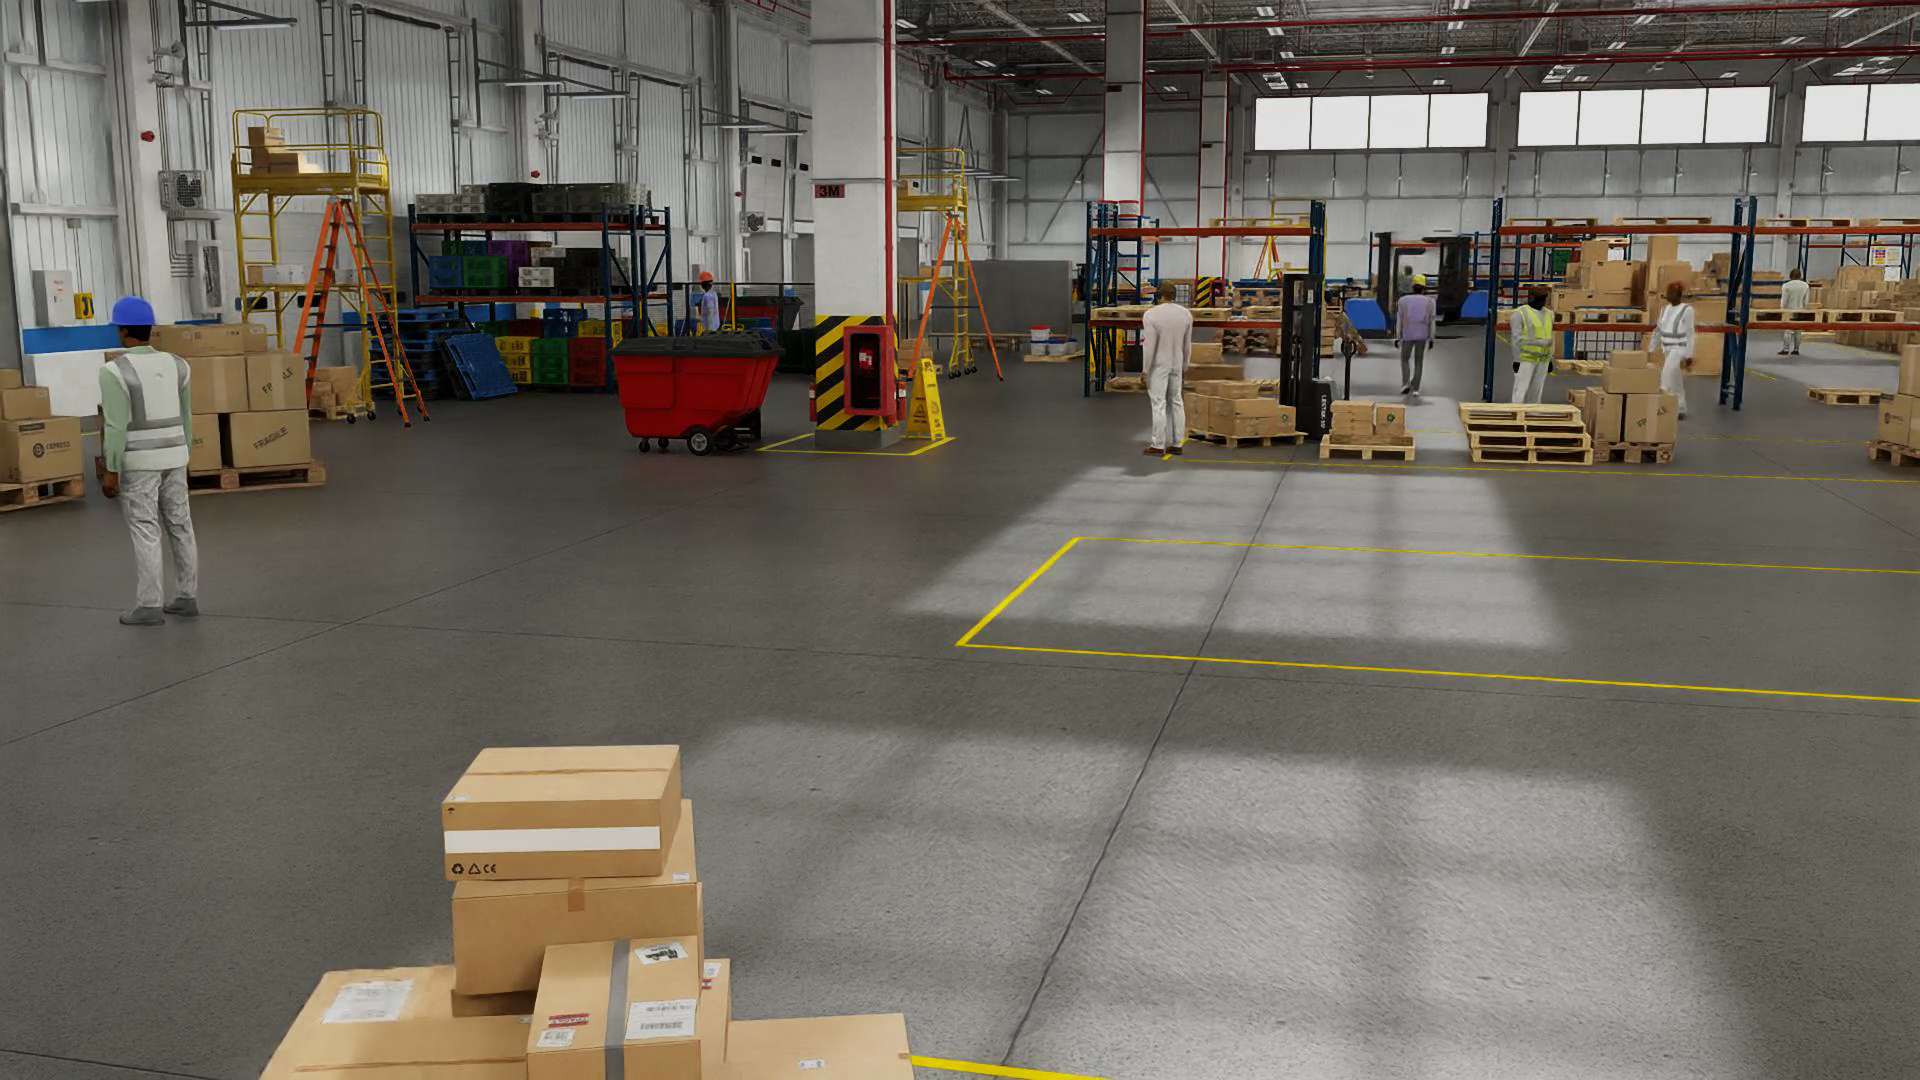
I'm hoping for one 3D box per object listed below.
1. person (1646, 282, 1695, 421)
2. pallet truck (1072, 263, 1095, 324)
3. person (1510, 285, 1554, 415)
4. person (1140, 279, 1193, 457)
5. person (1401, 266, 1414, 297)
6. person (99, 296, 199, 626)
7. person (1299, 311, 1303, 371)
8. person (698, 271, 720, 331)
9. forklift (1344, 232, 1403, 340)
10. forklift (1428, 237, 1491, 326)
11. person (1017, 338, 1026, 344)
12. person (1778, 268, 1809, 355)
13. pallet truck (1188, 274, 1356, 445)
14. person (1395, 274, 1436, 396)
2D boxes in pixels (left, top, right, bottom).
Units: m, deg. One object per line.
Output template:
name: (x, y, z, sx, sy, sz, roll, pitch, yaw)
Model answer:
person: (9.352, -2.488, 22.074, 0.882, 1.846, 0.579, -1, 10, -8)
pallet truck: (4.325, -8.180, 55.162, 0.823, 1.965, 1.885, 6, 11, 31)
person: (7.089, -2.224, 20.567, 0.624, 1.840, 0.429, -4, 11, -23)
person: (2.252, -1.880, 18.238, 0.636, 1.938, 0.355, -5, 11, -29)
person: (12.612, -6.734, 46.850, 0.645, 1.934, 0.364, -9, 13, -42)
person: (-4.817, -0.464, 9.874, 0.389, 1.949, 0.604, 4, 10, 22)
person: (6.704, -4.096, 31.884, 0.484, 1.739, 0.319, -8, 12, -39)
person: (-4.455, -3.788, 29.496, 0.376, 1.932, 0.543, 0, 10, 0)
forklift: (11.020, -6.619, 43.377, 1.873, 2.768, 1.129, 2, 10, 14)
forklift: (15.676, -8.140, 52.333, 1.873, 2.768, 1.129, -2, 10, -12)
person: (1.821, -5.775, 42.013, 0.875, 1.644, 0.533, -5, 11, -26)
person: (18.605, -5.094, 37.161, 0.635, 1.939, 0.361, -1, 10, -9)
pallet truck: (3.653, -2.138, 19.590, 1.885, 1.965, 0.823, -4, 10, -20)
person: (7.176, -3.221, 26.227, 0.614, 1.904, 0.579, 2, 10, 10)
